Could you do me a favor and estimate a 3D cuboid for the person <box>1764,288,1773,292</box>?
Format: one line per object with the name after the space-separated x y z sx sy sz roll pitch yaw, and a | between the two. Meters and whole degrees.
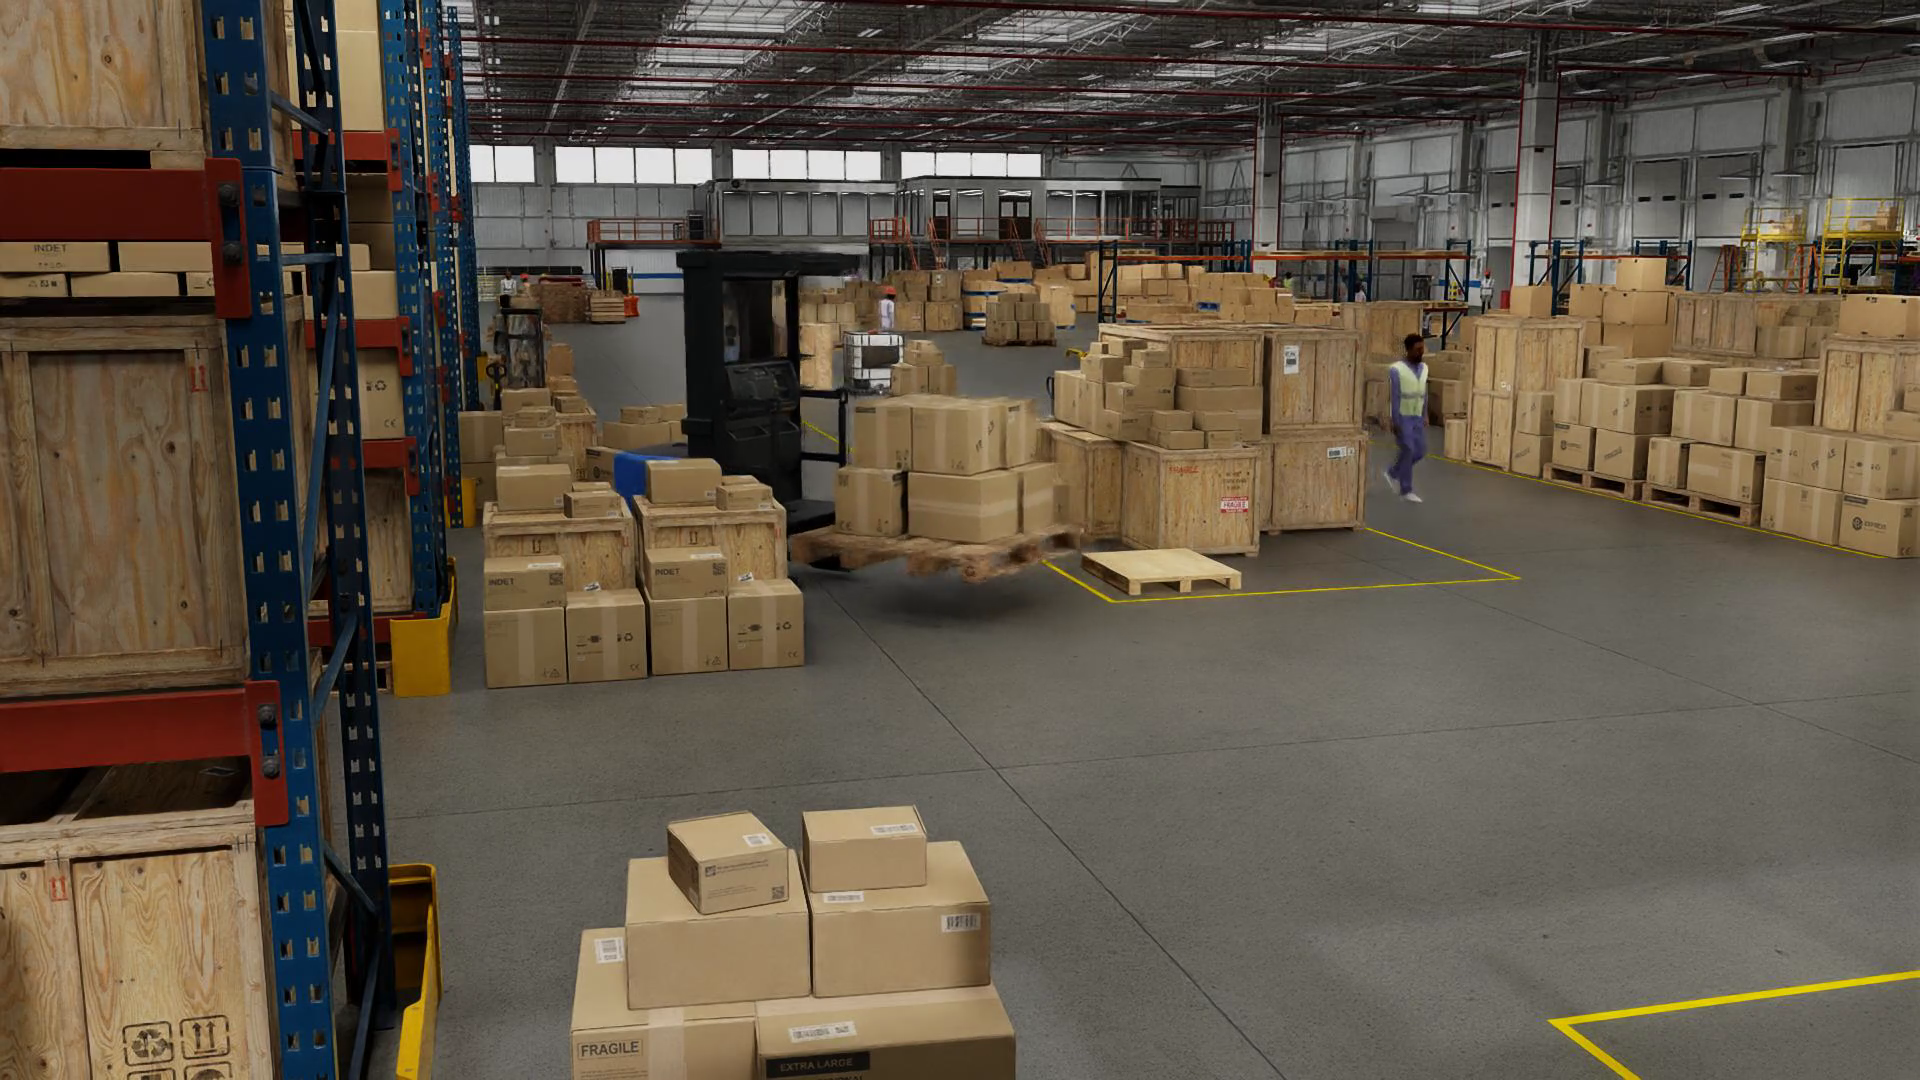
18.834 -4.955 39.035 0.640 1.894 0.927 4 11 20 | person

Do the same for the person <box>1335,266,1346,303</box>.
17.814 -11.847 77.803 0.621 1.981 0.635 2 10 9 | person

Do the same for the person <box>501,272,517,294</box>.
-17.896 -9.699 65.971 0.606 1.859 0.774 -2 10 -11 | person

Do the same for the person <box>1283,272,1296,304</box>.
13.960 -10.465 70.461 0.895 1.815 0.617 -10 14 -44 | person

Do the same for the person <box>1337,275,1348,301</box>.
15.785 -10.041 68.437 0.461 1.683 0.536 -4 11 -23 | person

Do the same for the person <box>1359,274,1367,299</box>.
16.523 -10.106 68.694 0.536 1.715 0.930 -1 10 -5 | person

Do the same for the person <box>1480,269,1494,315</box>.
21.219 -9.920 67.000 0.545 1.942 0.351 7 12 36 | person

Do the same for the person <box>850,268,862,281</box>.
-4.494 -10.716 71.232 0.395 2.038 0.615 8 13 40 | person

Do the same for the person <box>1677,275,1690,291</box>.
23.326 -7.597 53.878 0.642 1.936 1.044 6 12 32 | person

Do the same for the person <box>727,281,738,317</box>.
-9.165 -10.127 67.893 0.690 2.000 0.560 0 10 -1 | person

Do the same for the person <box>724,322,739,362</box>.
-3.648 -2.643 26.553 0.540 1.682 0.626 -1 10 -4 | person

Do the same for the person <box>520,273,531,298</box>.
-15.551 -8.579 59.468 0.438 1.924 0.597 -4 11 -20 | person

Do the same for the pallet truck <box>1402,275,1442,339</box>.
14.620 -7.324 52.145 0.823 1.965 1.885 8 13 40 | pallet truck

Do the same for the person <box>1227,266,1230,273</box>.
12.681 -12.028 78.921 0.606 1.947 0.406 3 10 17 | person

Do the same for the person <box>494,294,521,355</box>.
-8.996 -3.935 33.150 0.889 1.935 0.612 6 12 32 | person

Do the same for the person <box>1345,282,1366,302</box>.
11.529 -6.592 48.444 0.624 1.845 0.430 -1 10 -6 | person

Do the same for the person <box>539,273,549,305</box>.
-17.512 -10.359 70.025 0.525 1.752 0.456 4 11 20 | person

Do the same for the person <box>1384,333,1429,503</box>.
5.033 -1.380 18.755 0.598 1.901 0.551 -7 12 -34 | person

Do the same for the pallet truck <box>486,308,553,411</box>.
-6.242 -2.418 24.362 0.823 1.965 1.885 1 10 3 | pallet truck

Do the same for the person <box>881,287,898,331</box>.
-1.779 -5.307 41.051 0.957 1.887 0.556 -8 13 -40 | person

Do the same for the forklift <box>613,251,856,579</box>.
-1.995 -1.089 14.338 1.873 2.768 1.129 6 12 29 | forklift
